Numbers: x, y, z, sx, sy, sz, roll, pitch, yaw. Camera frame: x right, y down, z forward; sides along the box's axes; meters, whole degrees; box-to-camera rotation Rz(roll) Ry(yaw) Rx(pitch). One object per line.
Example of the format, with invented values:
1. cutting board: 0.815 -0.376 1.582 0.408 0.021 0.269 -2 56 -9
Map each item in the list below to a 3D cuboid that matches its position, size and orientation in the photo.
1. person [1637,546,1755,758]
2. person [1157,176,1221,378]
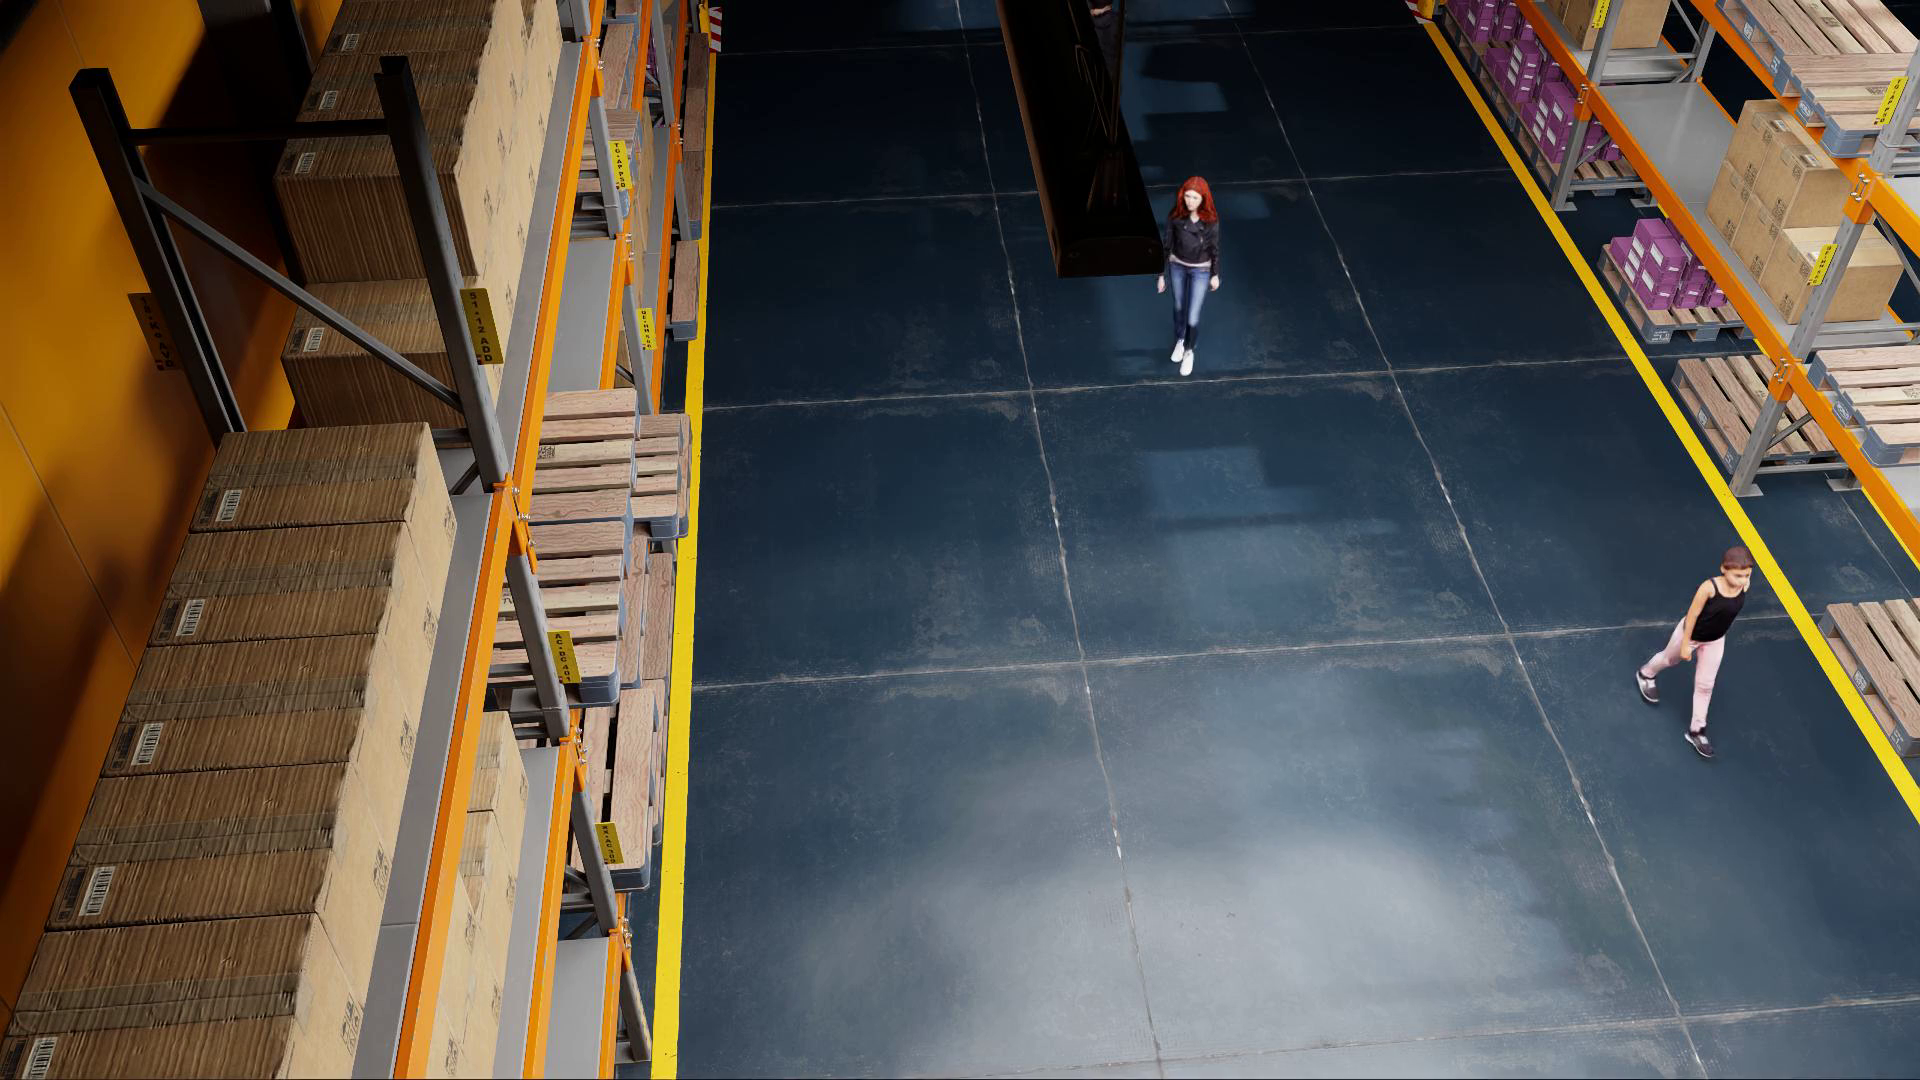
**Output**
1. person: 4.683 0.567 10.613 0.544 1.522 1.020 -5 44 -5
2. person: 1.854 -2.163 13.305 0.771 1.762 0.846 14 45 14
